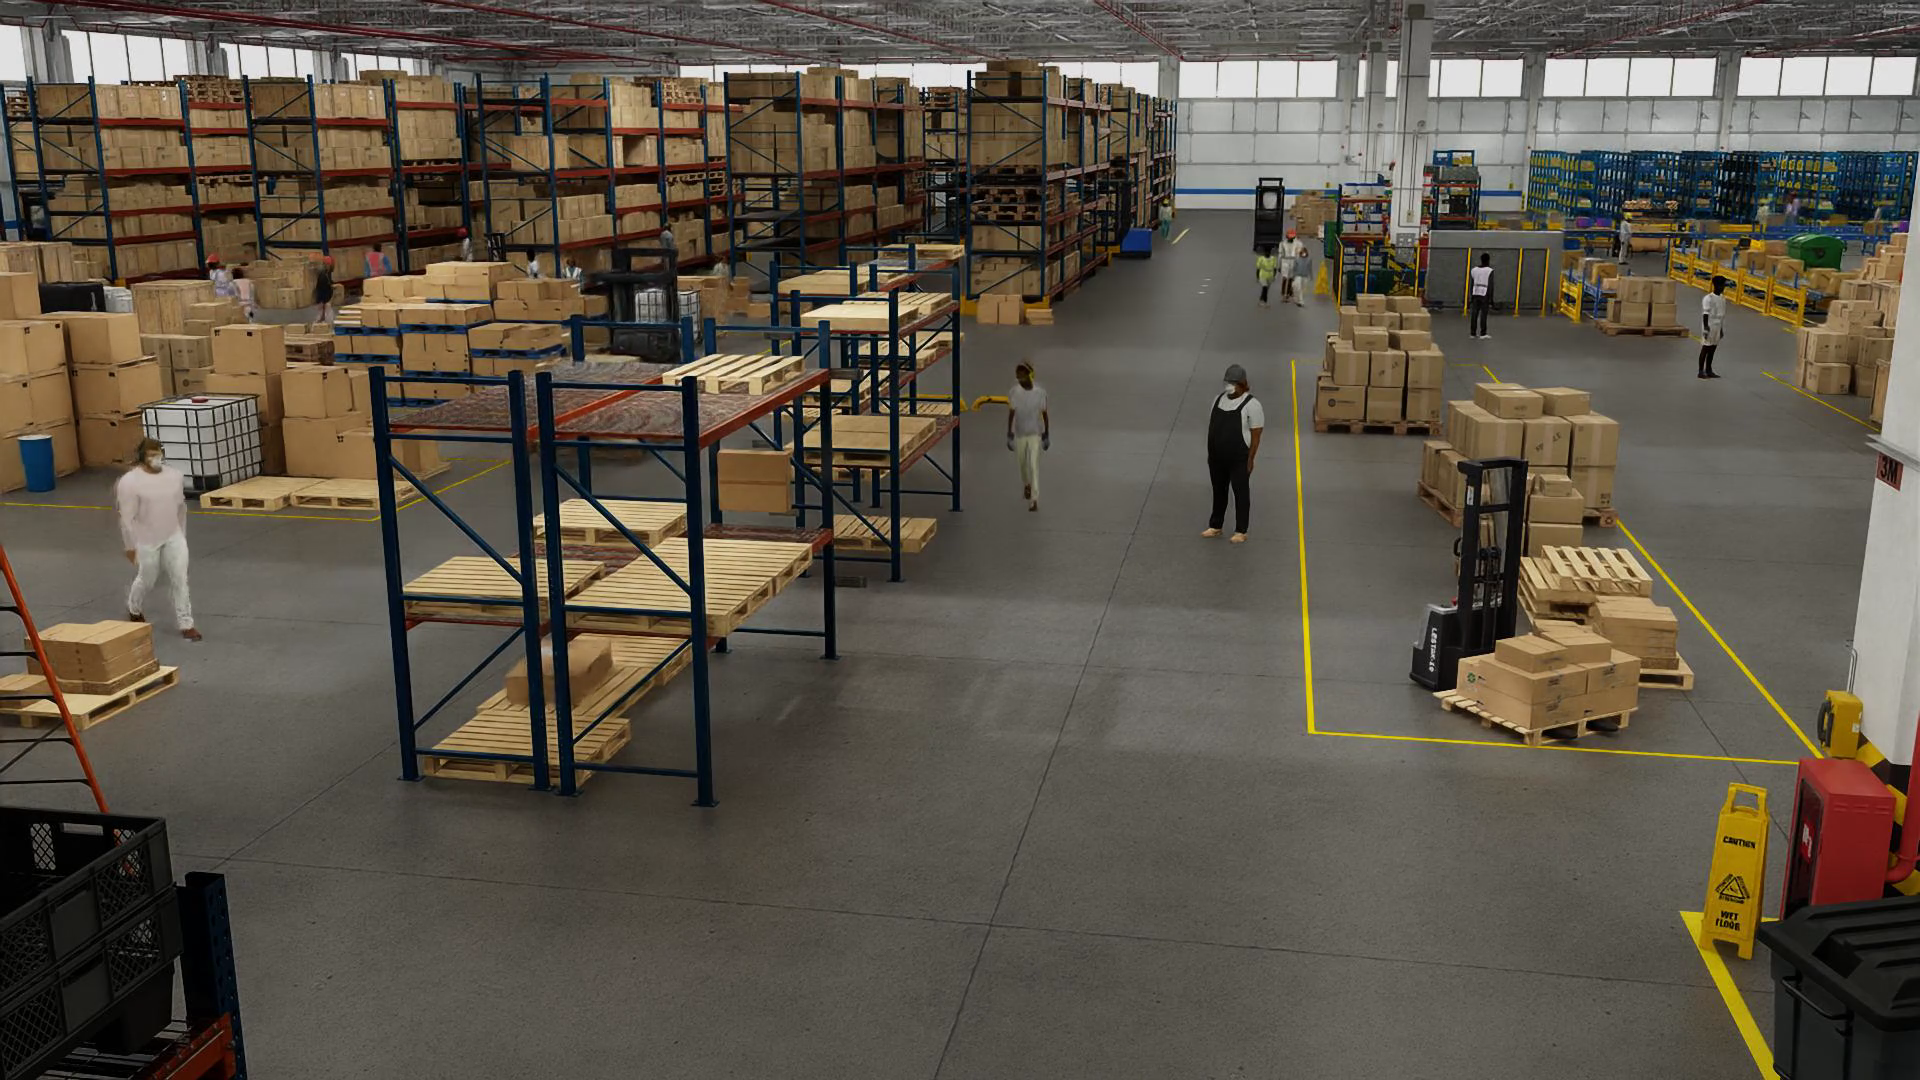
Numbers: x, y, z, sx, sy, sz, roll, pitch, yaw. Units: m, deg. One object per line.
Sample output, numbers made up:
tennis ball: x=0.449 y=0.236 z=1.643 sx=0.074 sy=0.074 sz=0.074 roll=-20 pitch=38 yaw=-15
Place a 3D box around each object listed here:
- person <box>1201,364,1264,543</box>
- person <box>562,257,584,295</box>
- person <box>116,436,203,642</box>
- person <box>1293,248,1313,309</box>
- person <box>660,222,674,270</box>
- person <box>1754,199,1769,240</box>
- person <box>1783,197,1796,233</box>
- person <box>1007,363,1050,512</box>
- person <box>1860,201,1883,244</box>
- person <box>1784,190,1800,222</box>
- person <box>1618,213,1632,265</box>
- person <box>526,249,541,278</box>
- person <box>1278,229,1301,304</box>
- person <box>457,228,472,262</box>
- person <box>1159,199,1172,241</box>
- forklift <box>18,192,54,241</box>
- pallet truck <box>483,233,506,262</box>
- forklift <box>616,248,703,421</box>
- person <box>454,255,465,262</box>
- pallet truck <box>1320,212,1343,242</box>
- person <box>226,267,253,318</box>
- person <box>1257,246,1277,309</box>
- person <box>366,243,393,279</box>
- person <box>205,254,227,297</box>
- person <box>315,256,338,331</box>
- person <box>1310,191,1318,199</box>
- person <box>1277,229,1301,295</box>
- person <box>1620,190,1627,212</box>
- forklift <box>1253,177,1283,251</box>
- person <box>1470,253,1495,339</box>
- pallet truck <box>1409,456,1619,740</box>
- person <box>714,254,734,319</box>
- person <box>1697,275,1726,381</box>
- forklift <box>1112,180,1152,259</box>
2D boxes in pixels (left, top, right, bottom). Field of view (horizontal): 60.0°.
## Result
person: x=3.067 y=-0.985 z=18.932 sx=0.683 sy=2.000 sz=0.538 roll=13 pitch=19 yaw=42
person: x=-9.349 y=-6.020 z=40.215 sx=0.528 sy=1.630 sz=0.320 roll=-1 pitch=14 yaw=-3
person: x=-7.439 y=-0.028 z=15.337 sx=0.922 sy=1.912 sz=0.640 roll=10 pitch=17 yaw=34
person: x=9.079 y=-6.938 z=44.046 sx=0.516 sy=1.582 sz=0.836 roll=-1 pitch=14 yaw=-4
person: x=-8.750 y=-8.570 z=49.938 sx=0.356 sy=1.937 sz=0.638 roll=-10 pitch=17 yaw=-35
person: x=34.215 y=-13.663 z=70.960 sx=0.952 sy=1.780 sz=0.575 roll=0 pitch=14 yaw=-1
person: x=35.595 y=-13.796 z=71.373 sx=0.438 sy=1.833 sz=0.559 roll=6 pitch=15 yaw=24
person: x=0.875 y=-1.321 z=20.736 sx=0.525 sy=1.837 sz=0.810 roll=4 pitch=14 yaw=16
person: x=38.065 y=-13.205 z=69.191 sx=0.895 sy=1.719 sz=0.536 roll=6 pitch=15 yaw=23
person: x=36.667 y=-14.404 z=73.430 sx=0.632 sy=2.028 sz=0.526 roll=0 pitch=14 yaw=-1
person: x=23.228 y=-10.506 z=58.052 sx=0.403 sy=1.817 sz=0.601 roll=10 pitch=17 yaw=35
person: x=-10.803 y=-6.602 z=42.527 sx=0.861 sy=1.657 sz=0.531 roll=-11 pitch=17 yaw=-37
person: x=8.951 y=-7.420 z=45.153 sx=0.608 sy=1.985 sz=1.041 roll=1 pitch=14 yaw=5
person: x=-14.249 y=-8.049 z=47.951 sx=0.363 sy=1.894 sz=0.719 roll=-4 pitch=14 yaw=-14
person: x=8.755 y=-13.621 z=70.859 sx=0.546 sy=1.734 sz=0.795 roll=1 pitch=14 yaw=4
forklift: x=-27.470 y=-9.000 z=49.743 sx=1.129 sy=2.768 sz=1.873 roll=3 pitch=14 yaw=10
pallet truck: x=-11.832 y=-7.026 z=43.548 sx=1.885 sy=1.965 sz=0.823 roll=8 pitch=16 yaw=28
forklift: x=-4.827 y=-3.163 z=26.046 sx=1.129 sy=2.768 sz=1.873 roll=3 pitch=14 yaw=10
person: x=-11.213 y=-5.400 z=37.165 sx=0.728 sy=1.897 sz=0.636 roll=-3 pitch=14 yaw=-11
pallet truck: x=15.874 y=-13.227 z=70.310 sx=0.680 sy=1.201 sz=1.601 roll=10 pitch=17 yaw=35
person: x=-15.139 y=-4.846 z=35.069 sx=0.841 sy=1.820 sz=0.621 roll=5 pitch=15 yaw=18
person: x=8.071 y=-6.963 z=44.005 sx=0.518 sy=1.654 sz=0.873 roll=-4 pitch=14 yaw=-15
person: x=-14.975 y=-6.758 z=42.901 sx=0.638 sy=1.797 sz=0.972 roll=5 pitch=15 yaw=18
person: x=-16.799 y=-5.549 z=37.787 sx=0.992 sy=1.897 sz=0.544 roll=-12 pitch=19 yaw=-41
person: x=-13.906 y=-5.226 z=36.405 sx=0.736 sy=1.941 sz=0.628 roll=-5 pitch=15 yaw=-18
person: x=17.893 y=-16.822 z=84.062 sx=0.536 sy=1.626 sz=0.370 roll=-11 pitch=18 yaw=-38
person: x=9.369 y=-7.915 z=47.420 sx=0.640 sy=1.872 sz=0.798 roll=2 pitch=14 yaw=9
person: x=35.791 y=-18.239 z=89.563 sx=0.320 sy=1.755 sz=0.571 roll=-11 pitch=17 yaw=-37
forklift: x=12.083 y=-12.747 z=64.956 sx=1.129 sy=2.768 sz=1.873 roll=3 pitch=14 yaw=10
person: x=11.777 y=-5.505 z=37.534 sx=0.390 sy=1.919 sz=0.591 roll=-11 pitch=17 yaw=-37
pallet truck: x=4.504 y=0.400 z=13.395 sx=0.823 sy=1.965 sz=1.885 roll=-6 pitch=15 yaw=-23
person: x=-5.889 y=-6.294 z=41.342 sx=0.411 sy=1.621 sz=0.520 roll=7 pitch=16 yaw=27
person: x=14.181 y=-3.996 z=31.310 sx=0.603 sy=1.966 sz=0.368 roll=-10 pitch=17 yaw=-36
forklift: x=6.082 y=-11.722 z=60.796 sx=1.873 sy=2.768 sz=1.129 roll=2 pitch=14 yaw=9
